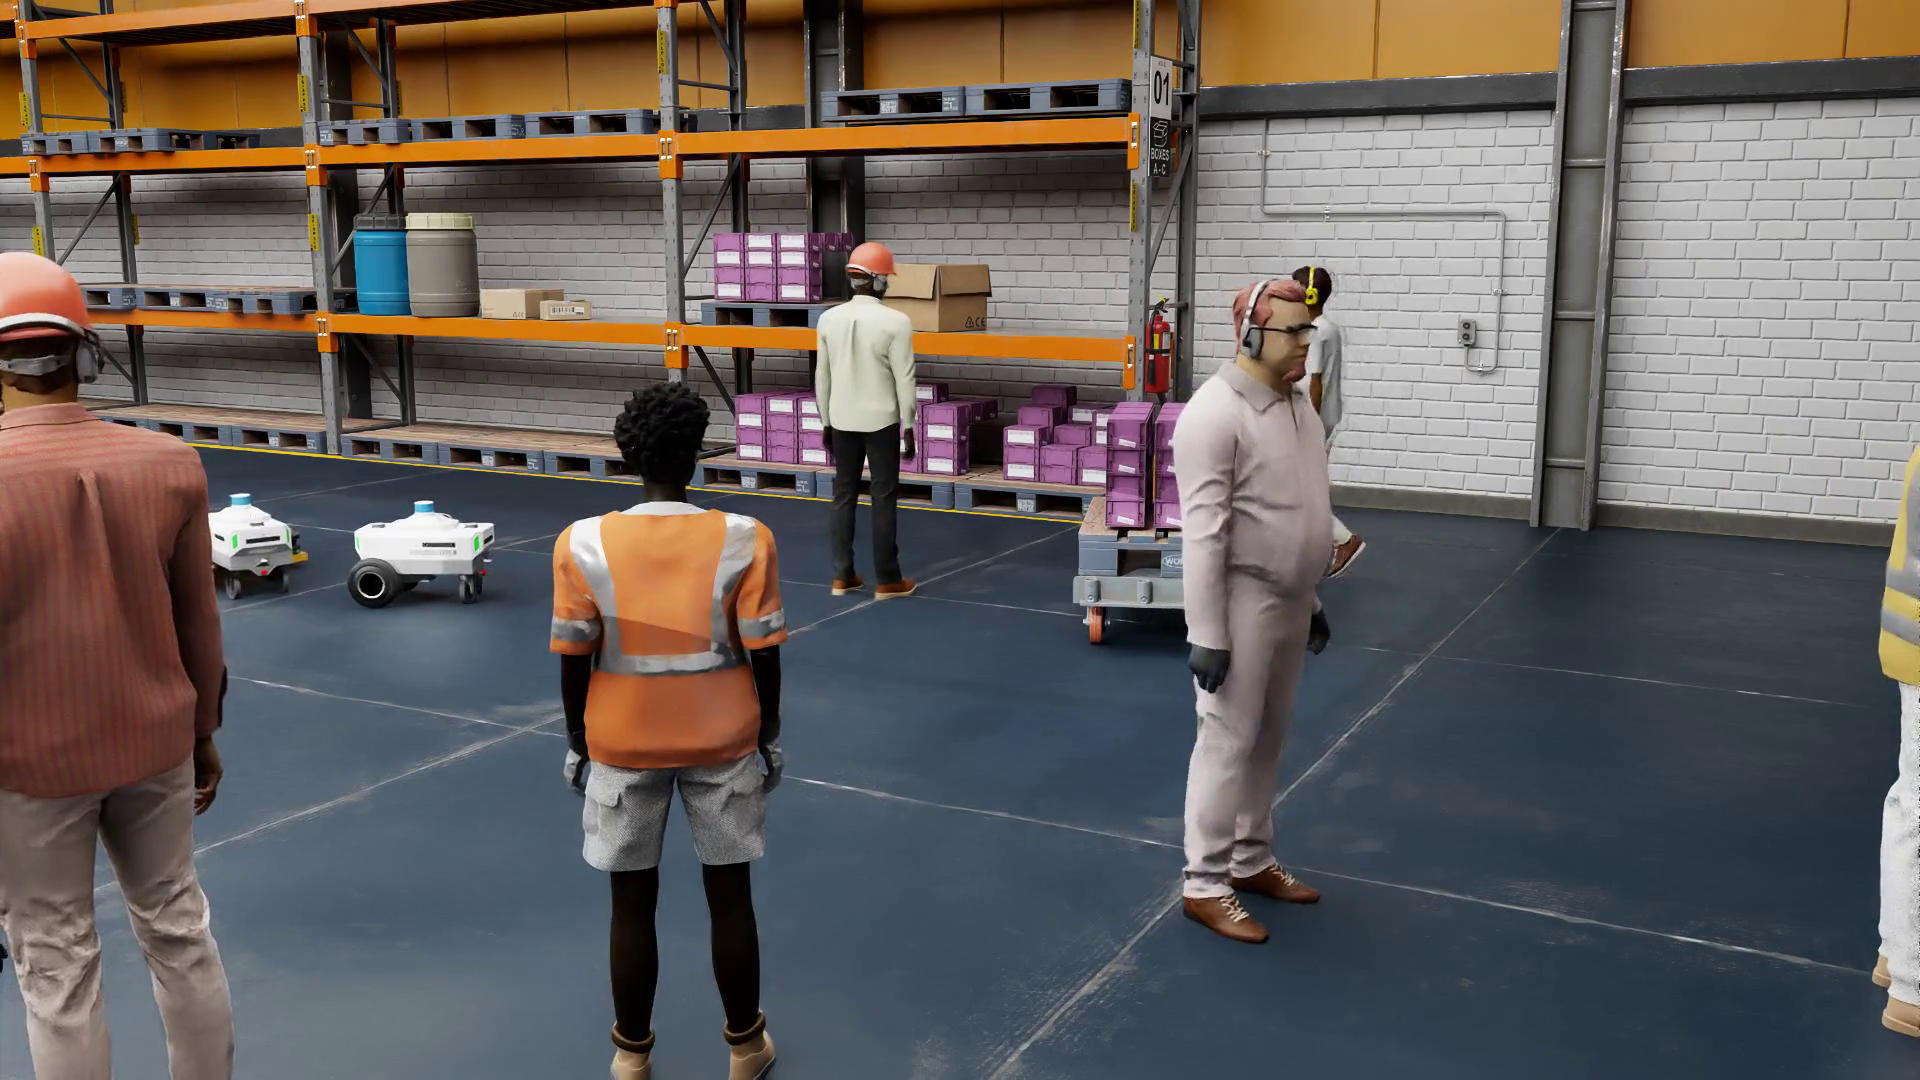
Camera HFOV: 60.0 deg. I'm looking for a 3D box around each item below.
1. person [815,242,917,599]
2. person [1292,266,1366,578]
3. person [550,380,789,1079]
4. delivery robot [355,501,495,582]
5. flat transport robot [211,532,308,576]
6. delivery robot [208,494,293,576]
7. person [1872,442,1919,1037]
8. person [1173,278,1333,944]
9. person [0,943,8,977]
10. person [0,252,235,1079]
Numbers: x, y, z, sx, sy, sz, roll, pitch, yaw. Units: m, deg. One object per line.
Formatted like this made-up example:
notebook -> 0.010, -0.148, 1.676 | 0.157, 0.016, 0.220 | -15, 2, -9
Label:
person -> -0.511, -0.665, 9.344 | 0.622, 1.992, 0.395 | 5, 12, 27
person -> 2.116, -0.666, 9.757 | 0.468, 1.854, 0.526 | 5, 11, 24
person -> -0.668, 0.479, 3.887 | 0.540, 1.697, 0.317 | -1, 10, -8
delivery robot -> -2.966, 0.026, 9.248 | 0.707, 0.478, 0.477 | 0, 10, 0
flat transport robot -> -4.763, 0.017, 10.334 | 1.431, 0.197, 0.652 | 7, 13, 35
delivery robot -> -4.090, -0.020, 9.501 | 0.477, 0.478, 0.707 | -8, 13, -39
person -> 2.570, 0.347, 4.228 | 0.430, 1.841, 0.624 | 6, 12, 28
person -> 0.882, 0.194, 4.882 | 0.403, 1.906, 0.652 | 8, 13, 36
person -> -1.972, 0.631, 2.564 | 0.970, 1.885, 0.587 | 1, 10, 4
person -> -1.776, 0.430, 3.345 | 0.393, 1.990, 0.616 | 7, 12, 33
